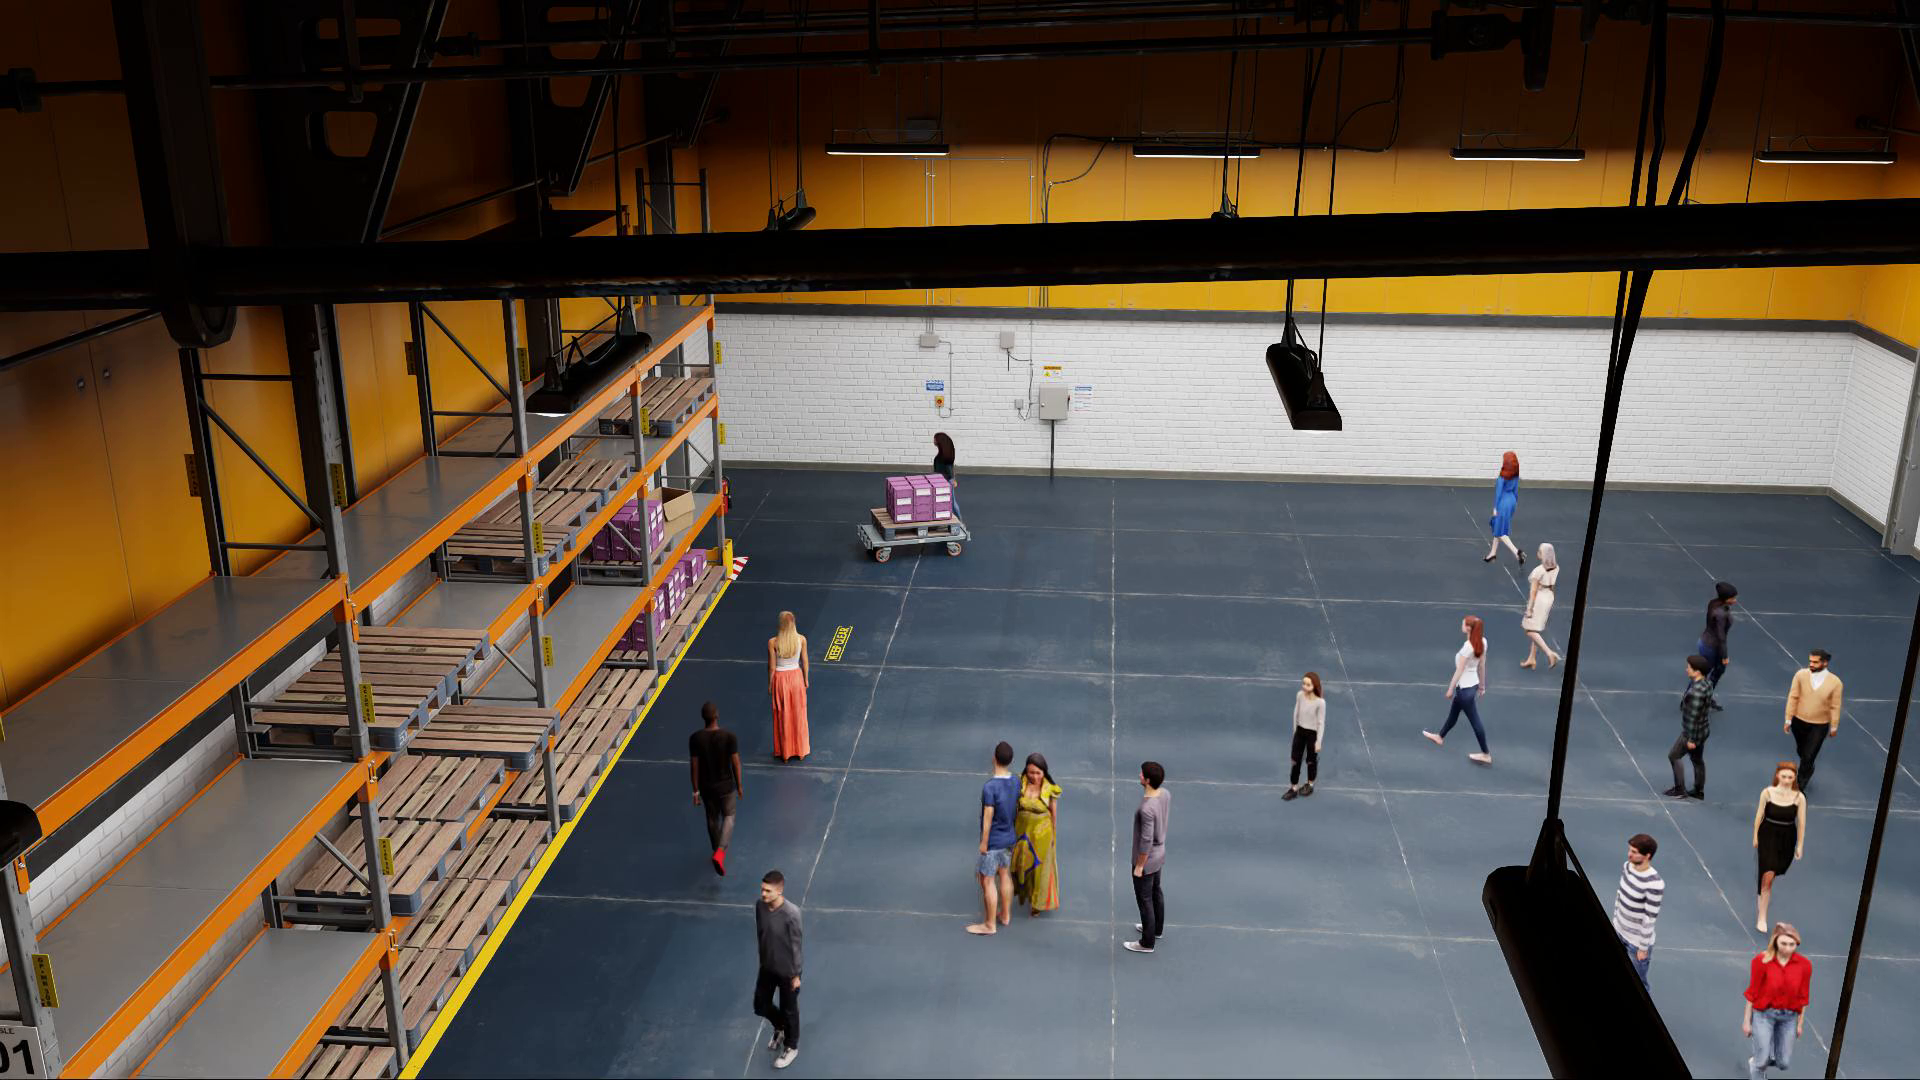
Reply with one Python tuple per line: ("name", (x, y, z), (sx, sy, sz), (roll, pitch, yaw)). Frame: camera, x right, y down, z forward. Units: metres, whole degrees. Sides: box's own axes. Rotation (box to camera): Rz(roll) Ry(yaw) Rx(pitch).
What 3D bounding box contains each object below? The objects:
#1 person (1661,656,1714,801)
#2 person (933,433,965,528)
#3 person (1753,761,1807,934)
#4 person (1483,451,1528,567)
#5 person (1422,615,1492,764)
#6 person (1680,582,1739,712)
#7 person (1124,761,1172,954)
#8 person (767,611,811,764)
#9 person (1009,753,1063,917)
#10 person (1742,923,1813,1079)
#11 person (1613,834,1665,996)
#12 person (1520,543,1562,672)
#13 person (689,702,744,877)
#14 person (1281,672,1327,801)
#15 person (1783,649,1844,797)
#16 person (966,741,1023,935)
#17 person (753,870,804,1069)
("person", (8.023, 2.066, 17.960), (0.885, 1.698, 0.815), (15, 23, 37))
("person", (-0.155, -0.924, 26.881), (0.797, 1.572, 1.020), (6, 20, 18))
("person", (7.727, 2.824, 15.731), (0.746, 1.585, 1.119), (6, 19, 17))
("person", (8.248, -0.420, 25.013), (1.001, 1.809, 1.114), (-12, 22, -32))
("person", (5.826, 1.731, 18.820), (1.107, 1.686, 1.112), (17, 25, 42))
("person", (8.952, 1.304, 20.016), (0.820, 1.732, 0.753), (6, 19, 16))
("person", (1.734, 2.869, 15.178), (0.802, 1.854, 0.625), (9, 21, 26))
("person", (-1.948, 1.655, 18.866), (0.710, 1.801, 0.699), (-5, 19, -16))
("person", (0.690, 2.749, 15.865), (0.691, 1.644, 0.853), (2, 19, 6))
("person", (6.325, 3.699, 12.970), (0.652, 1.690, 0.765), (3, 19, 9))
("person", (5.664, 3.294, 13.930), (0.752, 1.845, 0.570), (-3, 19, -10))
("person", (7.470, 0.900, 21.222), (0.874, 1.727, 0.964), (-12, 22, -31))
("person", (-2.415, 2.474, 16.450), (0.673, 1.790, 1.007), (0, 19, 1))
("person", (3.826, 2.096, 18.073), (0.785, 1.470, 0.866), (16, 24, 39))
("person", (9.246, 1.980, 18.053), (1.162, 1.703, 1.288), (16, 25, 40))
("person", (0.353, 2.786, 15.455), (0.870, 1.834, 0.781), (13, 23, 35))
("person", (-1.415, 3.454, 13.600), (0.734, 1.752, 0.769), (10, 21, 27))
